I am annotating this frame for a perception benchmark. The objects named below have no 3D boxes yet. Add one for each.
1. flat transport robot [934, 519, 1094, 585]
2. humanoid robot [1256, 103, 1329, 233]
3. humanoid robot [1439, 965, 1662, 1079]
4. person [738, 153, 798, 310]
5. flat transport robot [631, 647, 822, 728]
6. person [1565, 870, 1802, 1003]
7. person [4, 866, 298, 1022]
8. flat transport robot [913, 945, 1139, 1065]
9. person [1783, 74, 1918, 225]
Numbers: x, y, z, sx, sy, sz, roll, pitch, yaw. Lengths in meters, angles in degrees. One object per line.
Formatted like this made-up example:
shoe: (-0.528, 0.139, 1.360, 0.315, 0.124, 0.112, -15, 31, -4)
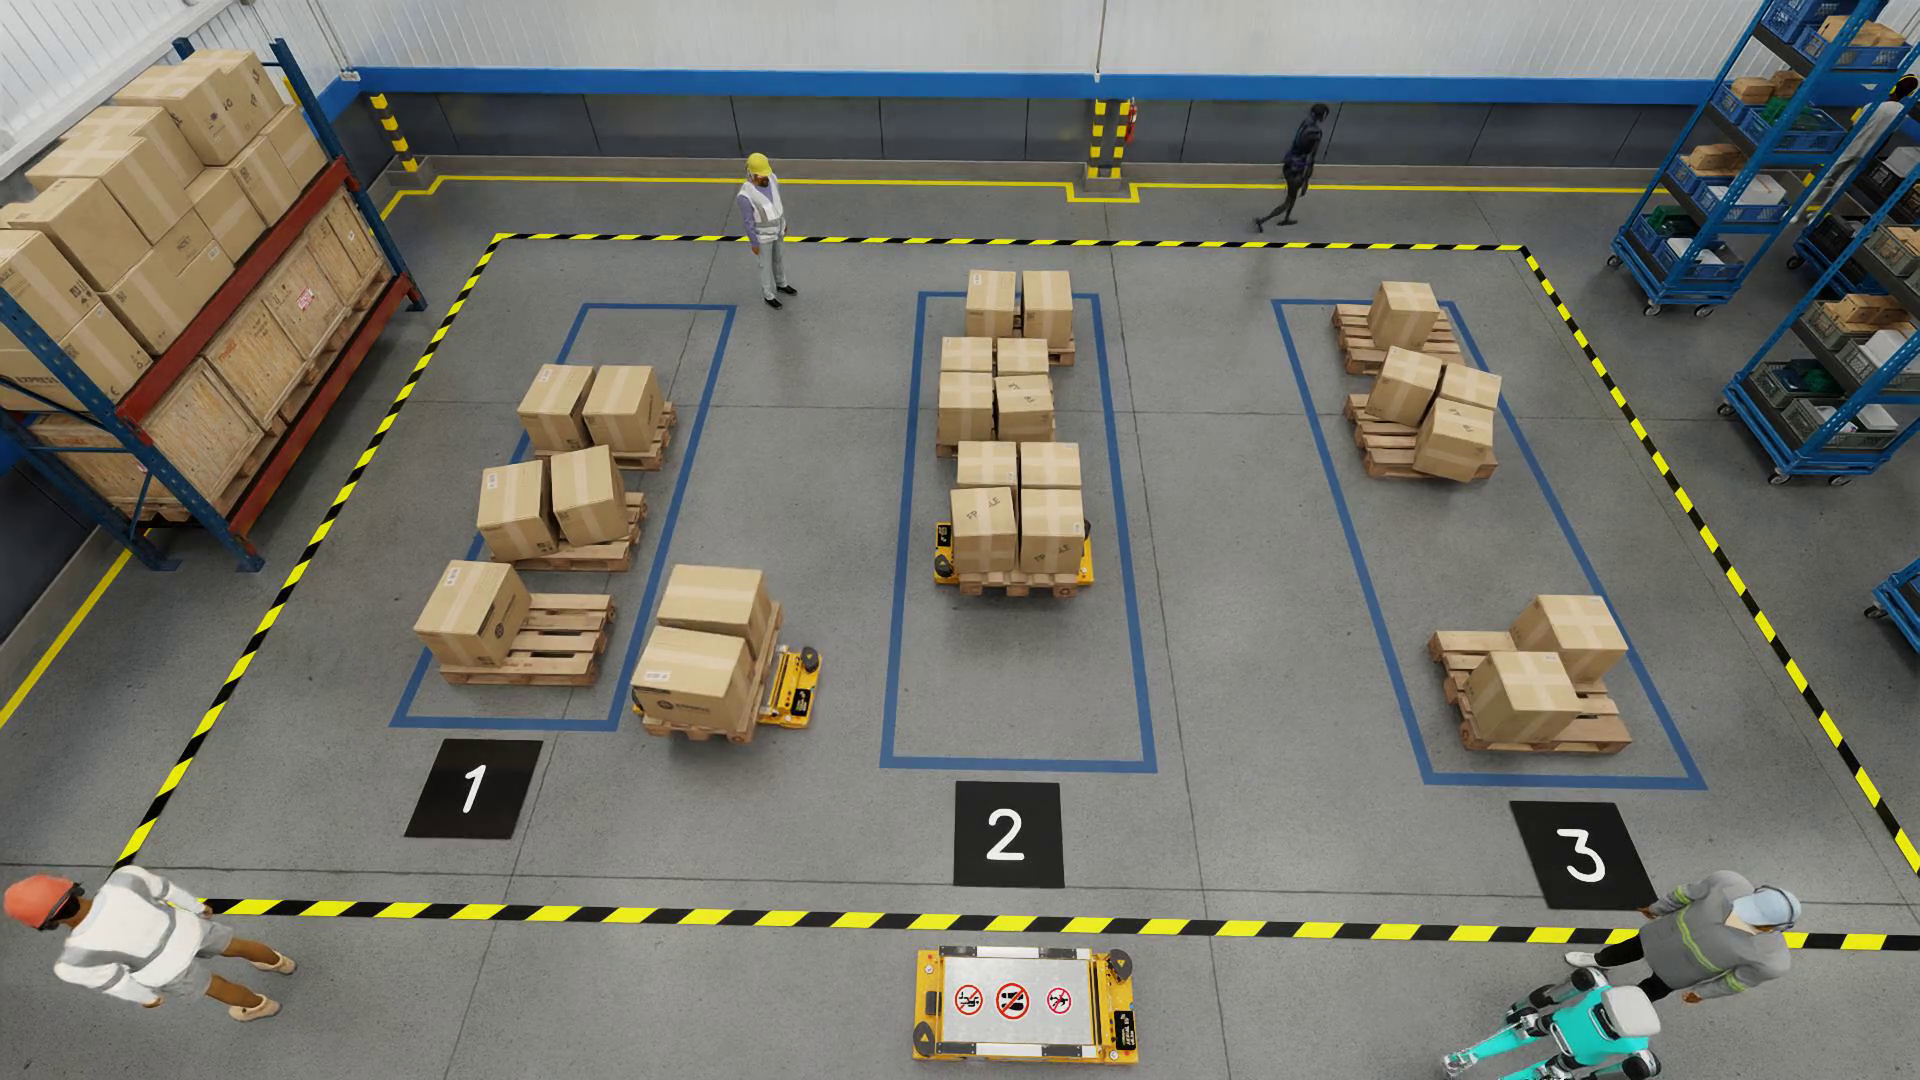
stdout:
flat transport robot: (0.490, 0.087, 8.397, 1.431, 0.197, 0.652, 1, 51, 1)
humanoid robot: (4.108, -4.605, 11.346, 0.632, 1.636, 0.607, -7, 51, -5)
humanoid robot: (3.116, 2.872, 5.110, 0.735, 1.677, 0.533, -9, 51, -7)
person: (-2.151, -3.478, 10.313, 0.404, 1.827, 0.598, 24, 55, 18)
flat transport robot: (-1.905, 1.153, 7.528, 1.431, 0.197, 0.652, 4, 51, 4)
person: (4.315, 2.438, 5.477, 0.386, 1.852, 0.586, -4, 51, -3)
person: (-4.682, 2.411, 5.385, 0.406, 2.031, 0.607, 2, 51, 2)
flat transport robot: (0.422, 3.041, 6.007, 1.431, 0.231, 0.659, 1, 51, 1)
person: (11.074, -4.800, 11.373, 0.510, 1.864, 0.319, 13, 52, 10)
